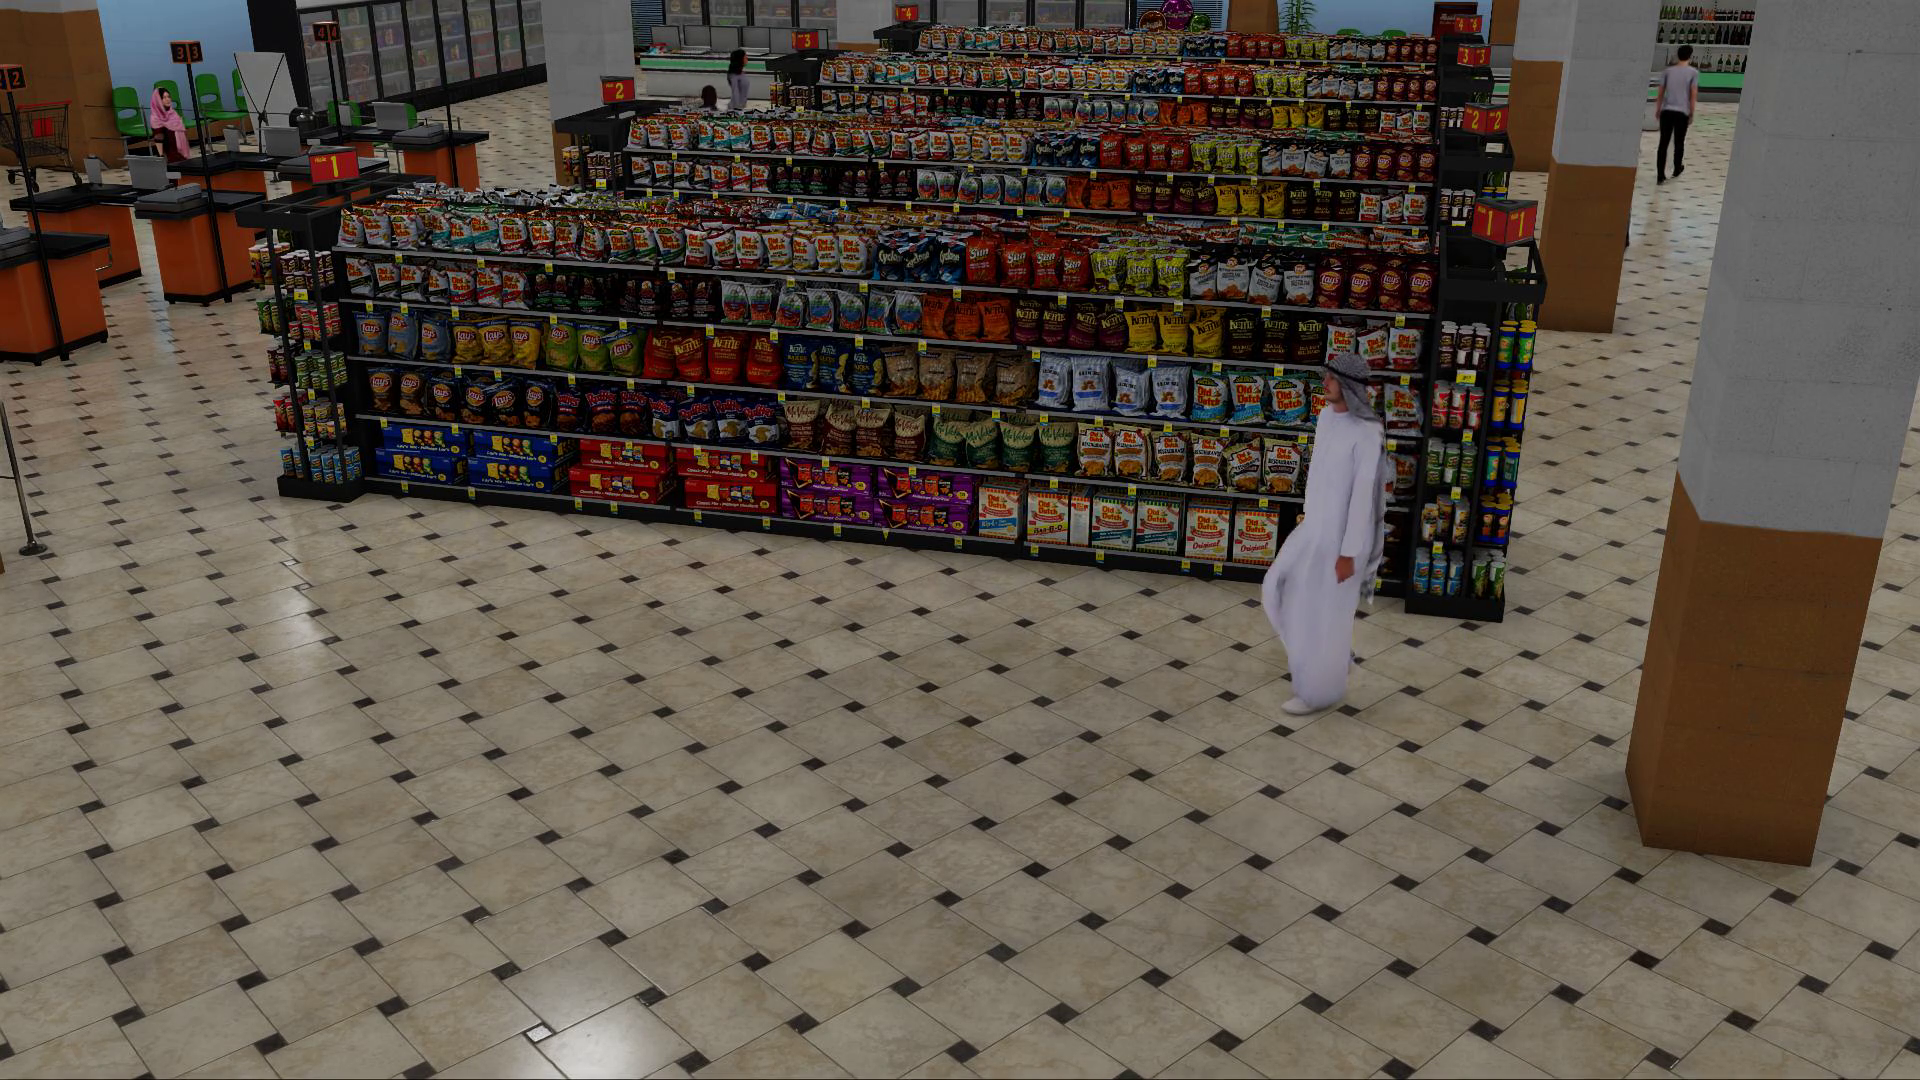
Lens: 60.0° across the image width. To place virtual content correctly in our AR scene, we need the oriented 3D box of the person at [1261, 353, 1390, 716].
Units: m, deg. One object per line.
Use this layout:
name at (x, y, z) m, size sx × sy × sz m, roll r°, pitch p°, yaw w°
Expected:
person at (1.951, -0.019, 8.345) m, size 0.943 × 1.917 × 0.886 m, roll -7°, pitch 23°, yaw -18°

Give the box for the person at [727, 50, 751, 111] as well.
person at (-3.257, -6.080, 23.693) m, size 0.590 × 1.720 × 0.617 m, roll 7°, pitch 23°, yaw 17°

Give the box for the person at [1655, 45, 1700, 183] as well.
person at (9.849, -5.857, 22.986) m, size 1.120 × 1.833 × 0.987 m, roll 14°, pitch 26°, yaw 31°

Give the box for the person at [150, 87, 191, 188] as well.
person at (-9.690, -4.728, 20.439) m, size 0.595 × 1.637 × 0.657 m, roll 7°, pitch 23°, yaw 16°
